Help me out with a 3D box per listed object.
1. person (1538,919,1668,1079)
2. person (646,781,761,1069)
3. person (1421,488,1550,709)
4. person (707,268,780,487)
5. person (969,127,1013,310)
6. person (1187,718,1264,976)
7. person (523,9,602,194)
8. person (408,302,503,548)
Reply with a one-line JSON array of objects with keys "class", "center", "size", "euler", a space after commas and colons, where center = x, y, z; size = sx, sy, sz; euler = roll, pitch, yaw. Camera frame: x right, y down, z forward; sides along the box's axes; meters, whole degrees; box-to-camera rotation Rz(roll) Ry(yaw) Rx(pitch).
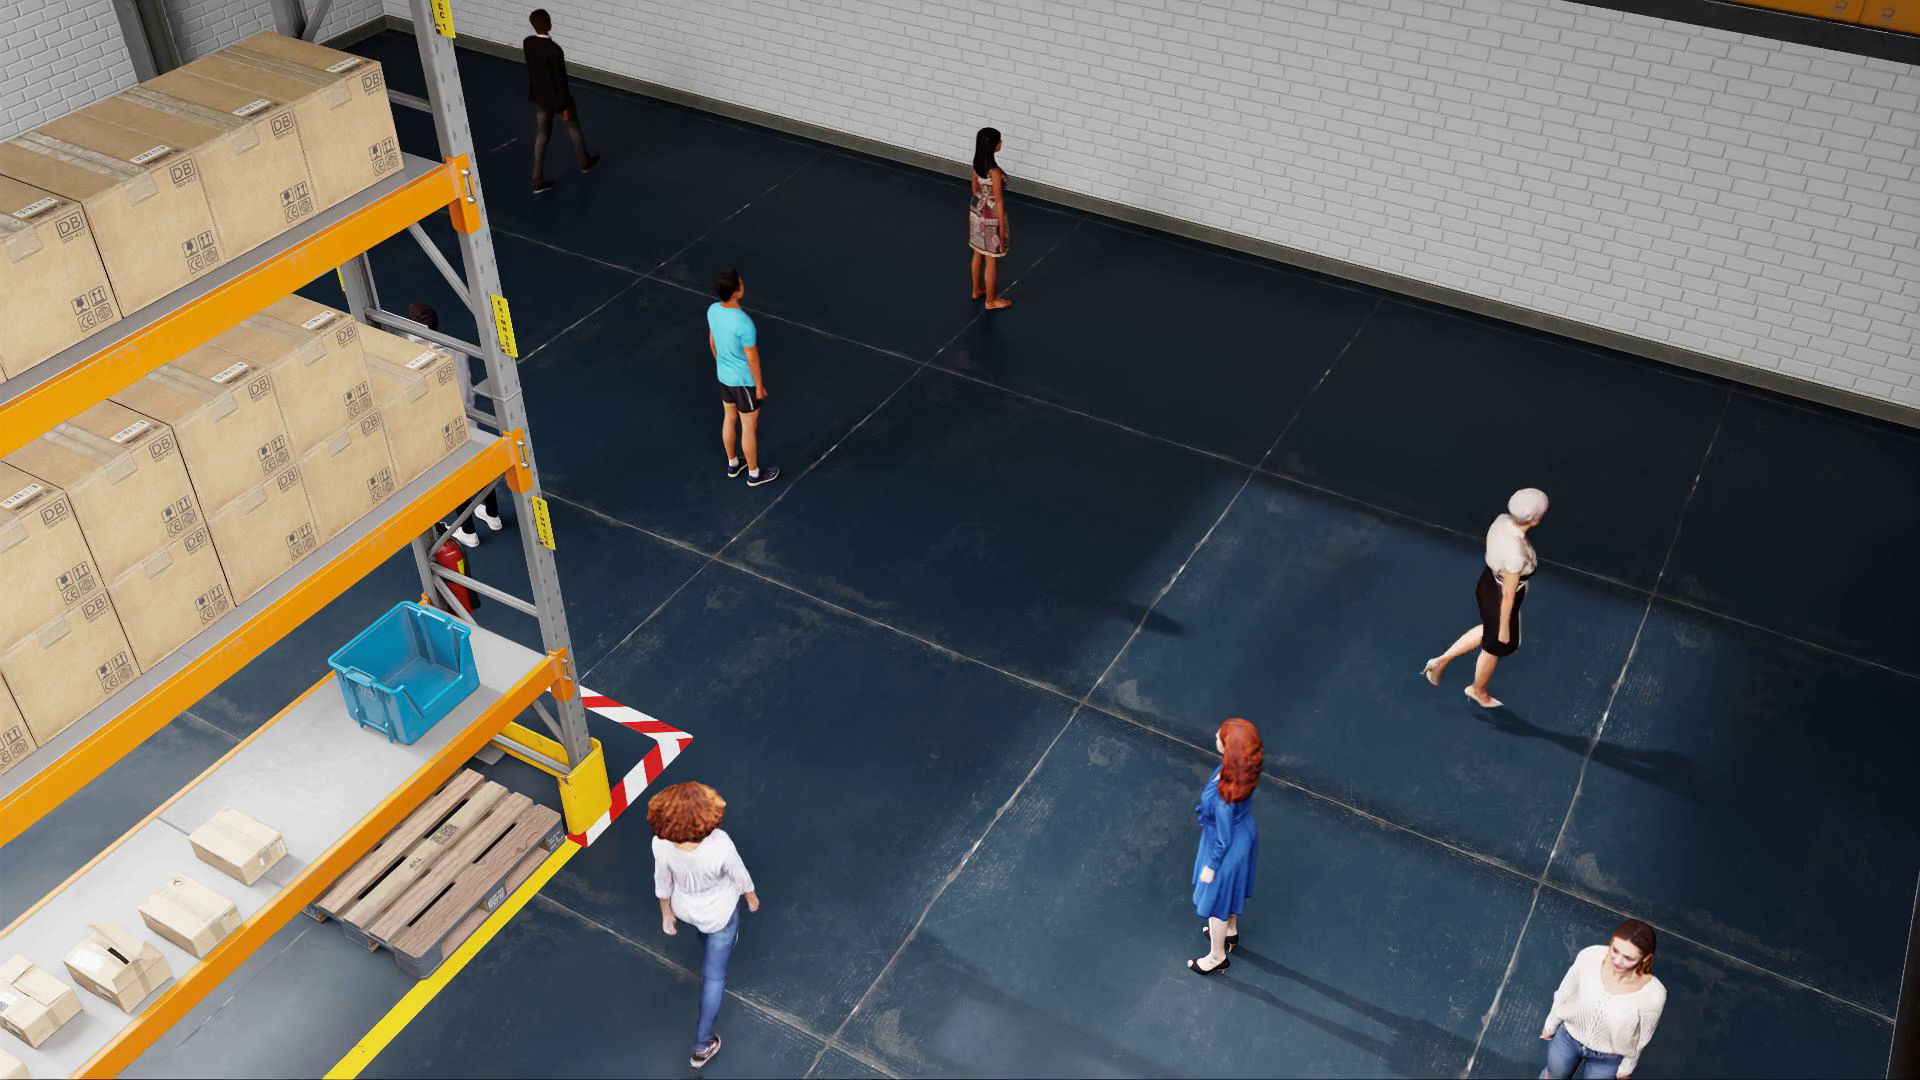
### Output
[{"class": "person", "center": [2.999, 2.379, 7.895], "size": [0.654, 1.692, 0.604], "euler": [28, 47, 31]}, {"class": "person", "center": [-1.319, 1.937, 8.455], "size": [0.795, 1.683, 1.192], "euler": [11, 40, 14]}, {"class": "person", "center": [3.251, 0.389, 10.349], "size": [0.895, 1.740, 0.875], "euler": [3, 39, 4]}, {"class": "person", "center": [-1.652, -1.199, 12.308], "size": [0.658, 1.776, 0.600], "euler": [30, 47, 32]}, {"class": "person", "center": [0.238, -2.800, 14.418], "size": [0.723, 1.645, 0.727], "euler": [-18, 42, -21]}, {"class": "person", "center": [1.397, 1.628, 8.728], "size": [0.669, 1.827, 0.498], "euler": [19, 42, 22]}, {"class": "person", "center": [-4.006, -4.198, 16.084], "size": [0.691, 1.750, 1.154], "euler": [19, 42, 22]}, {"class": "person", "center": [-3.580, -0.810, 11.698], "size": [0.749, 1.929, 0.514], "euler": [23, 44, 26]}]
